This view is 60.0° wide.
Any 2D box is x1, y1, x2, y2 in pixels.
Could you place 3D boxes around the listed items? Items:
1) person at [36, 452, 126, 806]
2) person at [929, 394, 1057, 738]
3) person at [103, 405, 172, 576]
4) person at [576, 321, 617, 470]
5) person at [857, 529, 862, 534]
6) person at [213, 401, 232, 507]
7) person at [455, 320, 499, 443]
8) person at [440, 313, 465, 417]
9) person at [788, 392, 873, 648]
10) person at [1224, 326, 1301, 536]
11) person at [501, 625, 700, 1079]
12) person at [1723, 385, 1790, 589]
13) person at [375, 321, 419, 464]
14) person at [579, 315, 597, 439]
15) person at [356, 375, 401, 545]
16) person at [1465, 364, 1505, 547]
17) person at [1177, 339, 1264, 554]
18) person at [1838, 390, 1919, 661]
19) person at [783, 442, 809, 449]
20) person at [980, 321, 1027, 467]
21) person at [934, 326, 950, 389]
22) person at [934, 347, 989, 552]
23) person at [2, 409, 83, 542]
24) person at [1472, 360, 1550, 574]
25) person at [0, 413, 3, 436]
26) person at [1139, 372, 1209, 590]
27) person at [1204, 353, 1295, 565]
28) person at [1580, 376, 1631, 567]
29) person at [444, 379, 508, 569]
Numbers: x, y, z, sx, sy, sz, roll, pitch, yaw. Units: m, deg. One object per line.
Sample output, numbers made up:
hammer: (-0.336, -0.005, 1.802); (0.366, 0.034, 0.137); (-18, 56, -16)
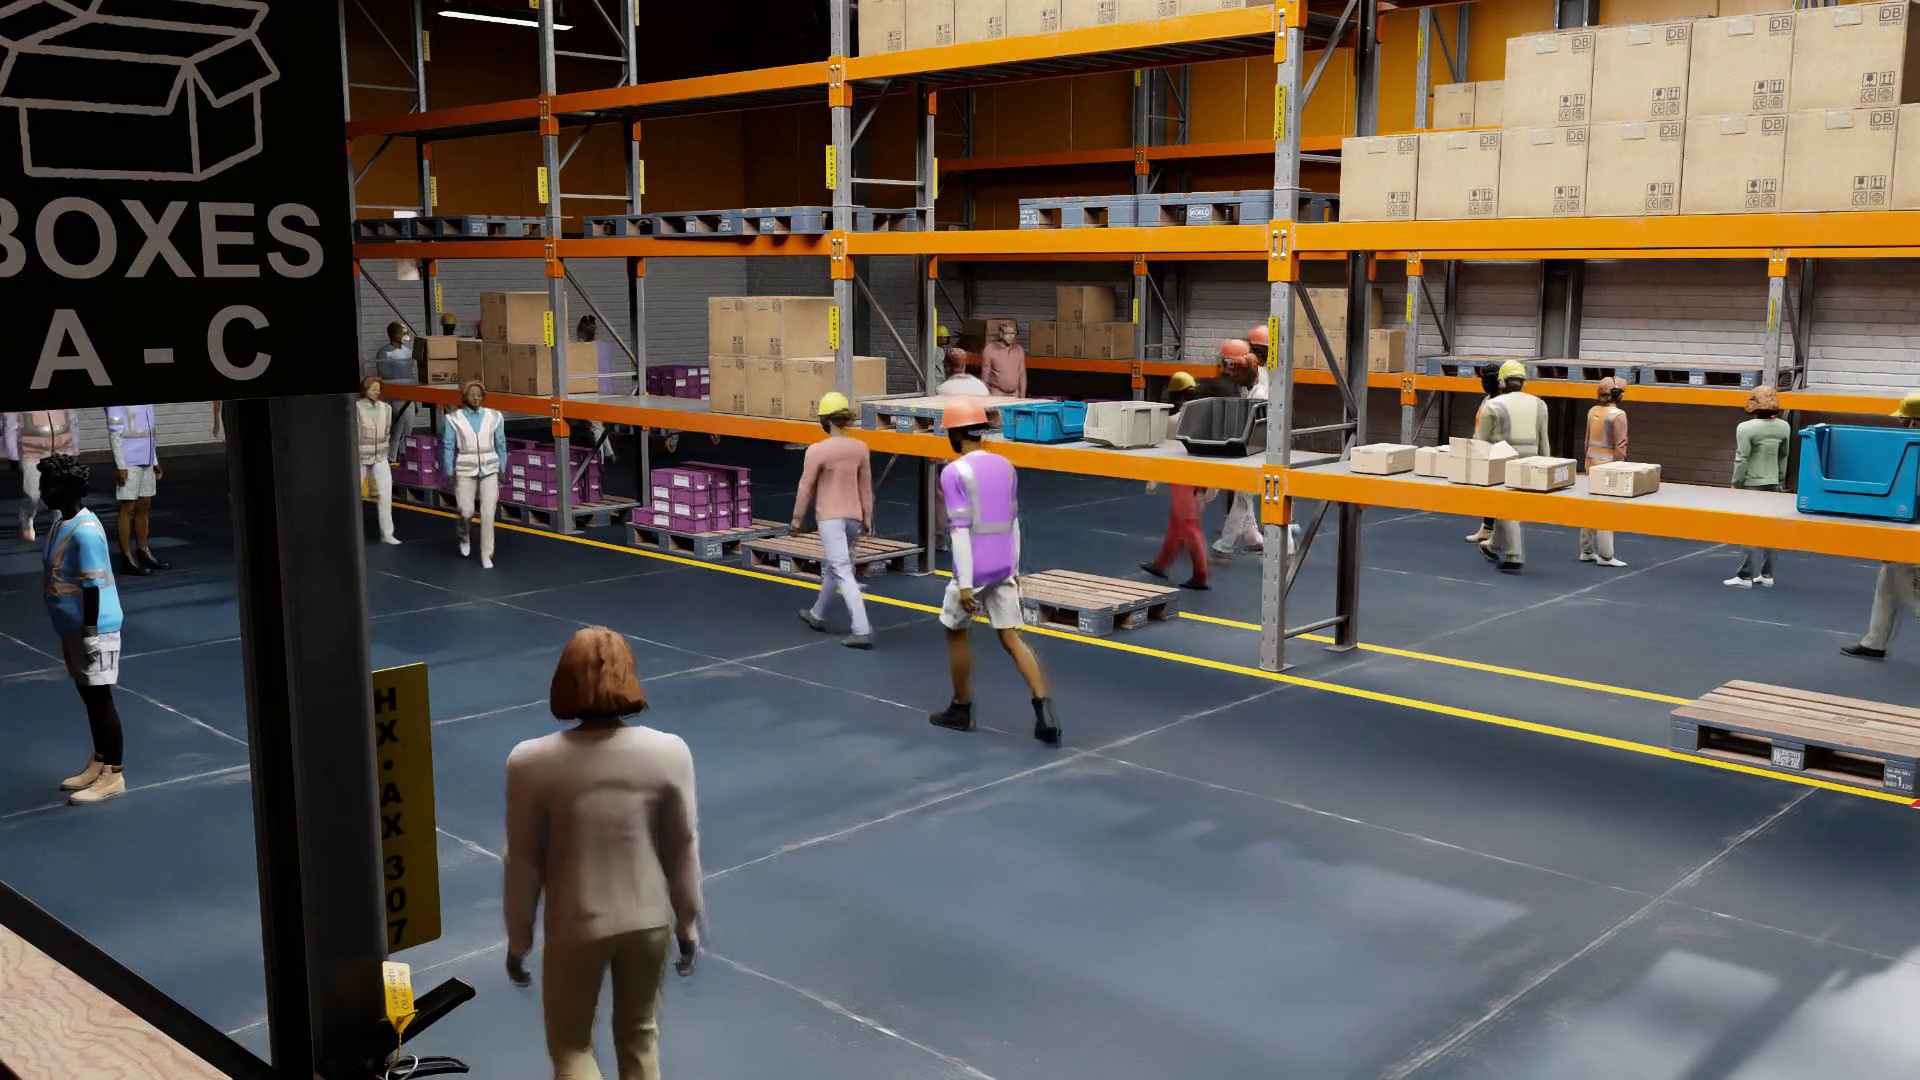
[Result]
person: (-4.222, 0.419, 8.018); (0.321, 1.694, 0.534); (-7, 12, -37)
person: (0.207, 0.161, 9.043); (0.563, 1.893, 0.826); (-9, 13, -43)
person: (-6.903, -0.675, 13.964); (0.366, 1.939, 0.542); (1, 9, 8)
person: (-4.642, -1.816, 21.087); (0.399, 1.920, 0.677); (0, 9, 3)
person: (-1.175, -0.999, 15.976); (0.589, 1.930, 0.361); (-7, 12, -36)
person: (-7.692, -1.246, 17.836); (0.540, 1.813, 0.699); (-7, 12, -37)
person: (-6.261, -1.922, 21.625); (0.997, 1.938, 0.642); (-7, 11, -35)
person: (-7.300, -2.288, 23.887); (0.586, 1.928, 0.364); (-9, 13, -44)
person: (-0.873, -0.148, 11.396); (0.540, 1.717, 0.912); (-9, 13, -43)
person: (2.899, -1.012, 15.790); (0.854, 2.010, 0.624); (5, 10, 27)
person: (-0.911, 1.046, 4.356); (0.524, 1.619, 0.511); (-5, 10, -27)
person: (6.401, -0.423, 13.351); (0.508, 1.632, 0.271); (-3, 10, -17)
person: (-6.681, -1.634, 19.843); (0.372, 1.940, 0.630); (2, 10, 13)
person: (-5.600, -2.448, 25.047); (0.310, 1.868, 0.533); (-5, 11, -29)
person: (-5.577, -0.750, 15.500); (0.715, 1.596, 0.531); (7, 12, 38)
person: (4.905, -0.774, 15.325); (0.320, 1.692, 0.531); (-1, 9, -4)
person: (2.338, -0.817, 14.848); (1.006, 1.949, 0.659); (3, 10, 15)
person: (6.107, -0.050, 10.559); (0.599, 1.804, 0.836); (-8, 12, -41)
person: (-2.339, -2.281, 23.634); (0.389, 1.996, 0.612); (2, 10, 13)
person: (0.575, -1.867, 21.434); (0.644, 1.887, 0.422); (-6, 11, -33)
person: (-0.278, -2.217, 24.014); (0.308, 1.744, 0.485); (6, 11, 32)
person: (0.043, -0.782, 14.852); (0.660, 1.875, 0.885); (-8, 12, -39)
person: (-8.353, -0.806, 15.136); (0.597, 1.828, 0.632); (8, 12, 42)
person: (4.647, -0.639, 14.199); (0.649, 1.778, 0.896); (-2, 10, -15)
person: (-10.640, -1.298, 18.070); (0.515, 1.844, 0.650); (-3, 10, -19)
person: (1.710, -0.483, 13.433); (0.845, 1.733, 0.528); (7, 12, 38)
person: (2.490, -0.682, 14.303); (0.939, 1.837, 0.587); (2, 9, 10)
person: (5.570, -0.593, 14.369); (0.315, 1.641, 0.515); (-2, 9, -11)
person: (-4.161, -0.575, 14.313); (0.519, 1.624, 0.479); (-4, 10, -24)
